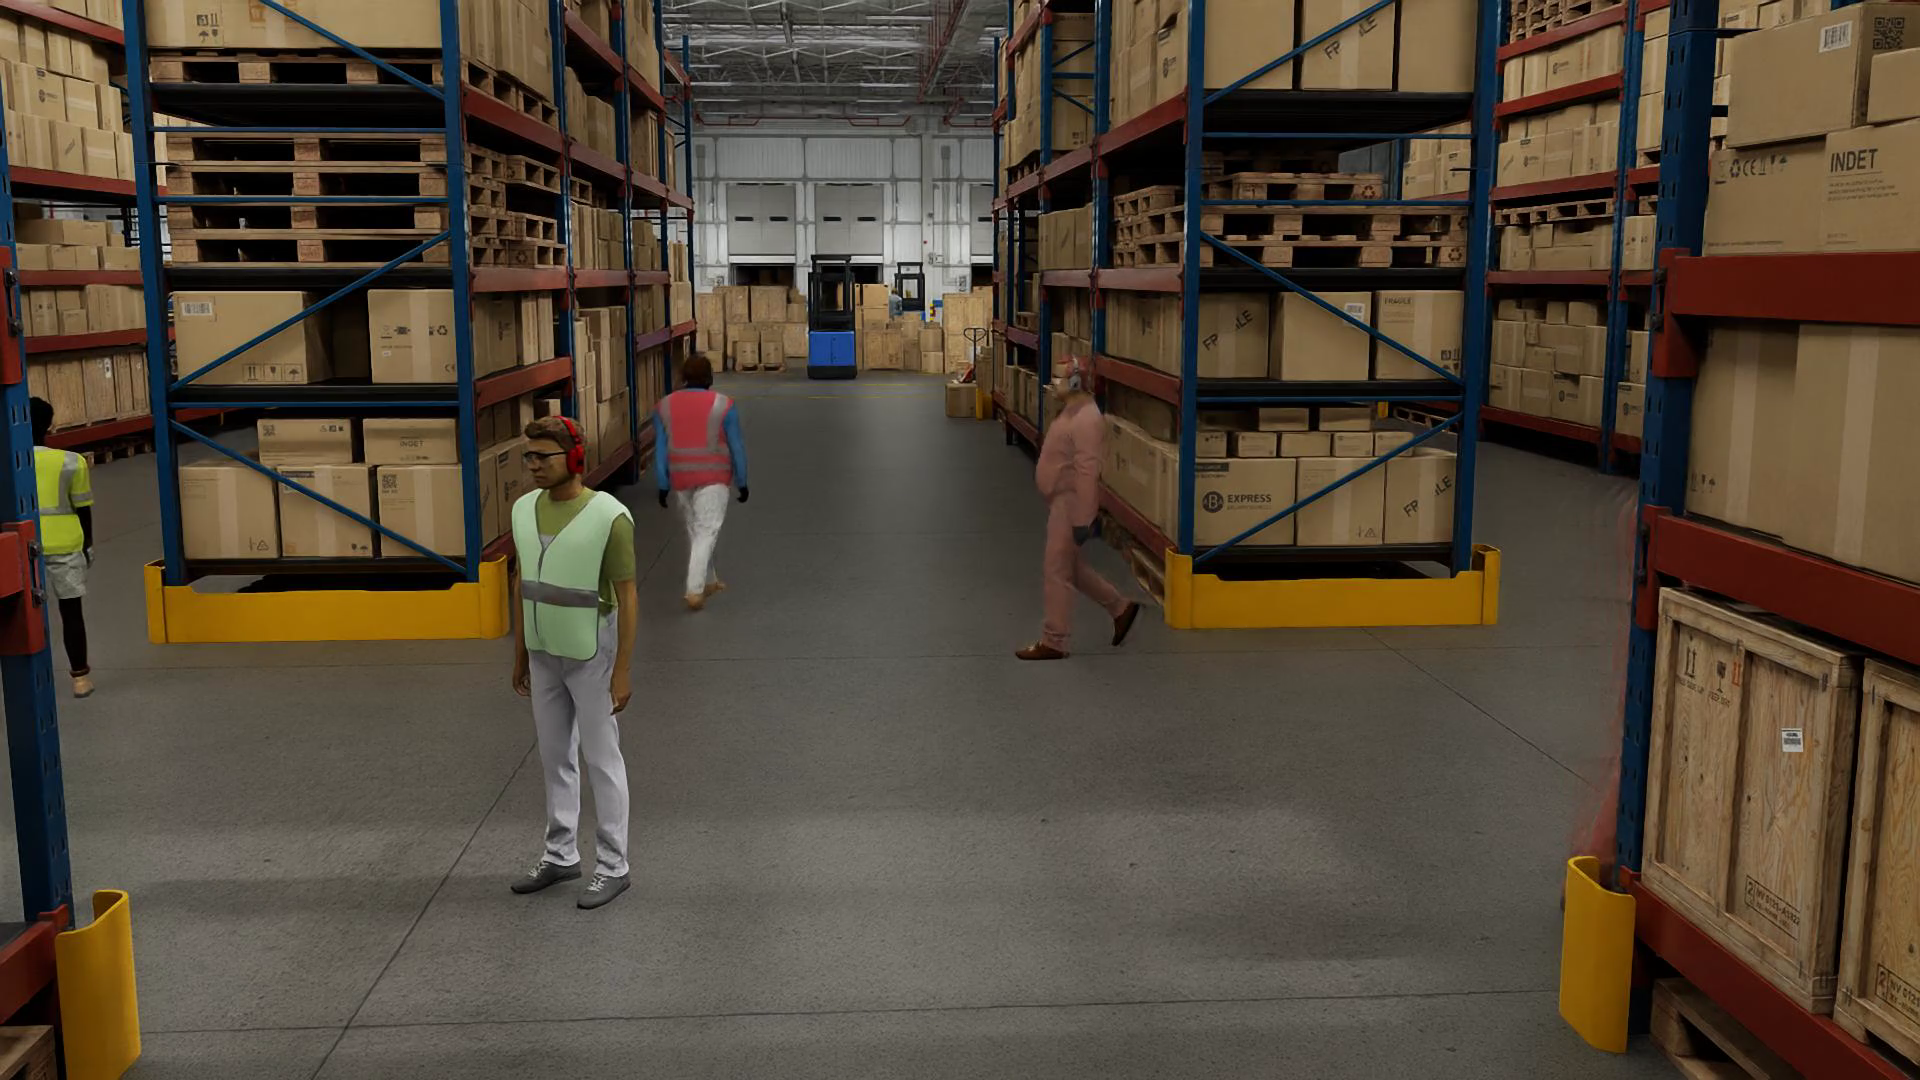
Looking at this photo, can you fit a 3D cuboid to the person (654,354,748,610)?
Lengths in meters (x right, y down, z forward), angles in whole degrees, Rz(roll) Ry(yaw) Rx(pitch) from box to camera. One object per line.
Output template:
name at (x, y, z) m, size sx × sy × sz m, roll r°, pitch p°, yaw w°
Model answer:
person at (-1.858, -0.421, 11.873) m, size 0.631 × 1.806 × 0.941 m, roll 2°, pitch 9°, yaw 14°

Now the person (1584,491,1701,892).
person at (2.727, 0.484, 5.996) m, size 0.988 × 1.856 × 0.656 m, roll -1°, pitch 9°, yaw -4°

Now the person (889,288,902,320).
person at (-2.296, -7.827, 57.970) m, size 0.634 × 1.929 × 0.380 m, roll 4°, pitch 10°, yaw 21°

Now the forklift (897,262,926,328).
forklift at (-1.780, -8.547, 59.499) m, size 1.129 × 2.768 × 1.873 m, roll -1°, pitch 9°, yaw -4°

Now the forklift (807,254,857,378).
forklift at (-2.942, -5.145, 38.138) m, size 1.129 × 2.768 × 1.873 m, roll -1°, pitch 9°, yaw -4°

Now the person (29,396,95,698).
person at (-5.076, 0.053, 9.217) m, size 0.530 × 1.692 × 0.320 m, roll -5°, pitch 10°, yaw -27°

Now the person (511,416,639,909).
person at (-1.445, 0.448, 6.258) m, size 0.570 × 1.843 × 0.372 m, roll 5°, pitch 10°, yaw 30°

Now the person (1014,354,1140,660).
person at (0.727, -0.197, 10.175) m, size 0.717 × 1.883 × 0.659 m, roll 0°, pitch 9°, yaw -3°
